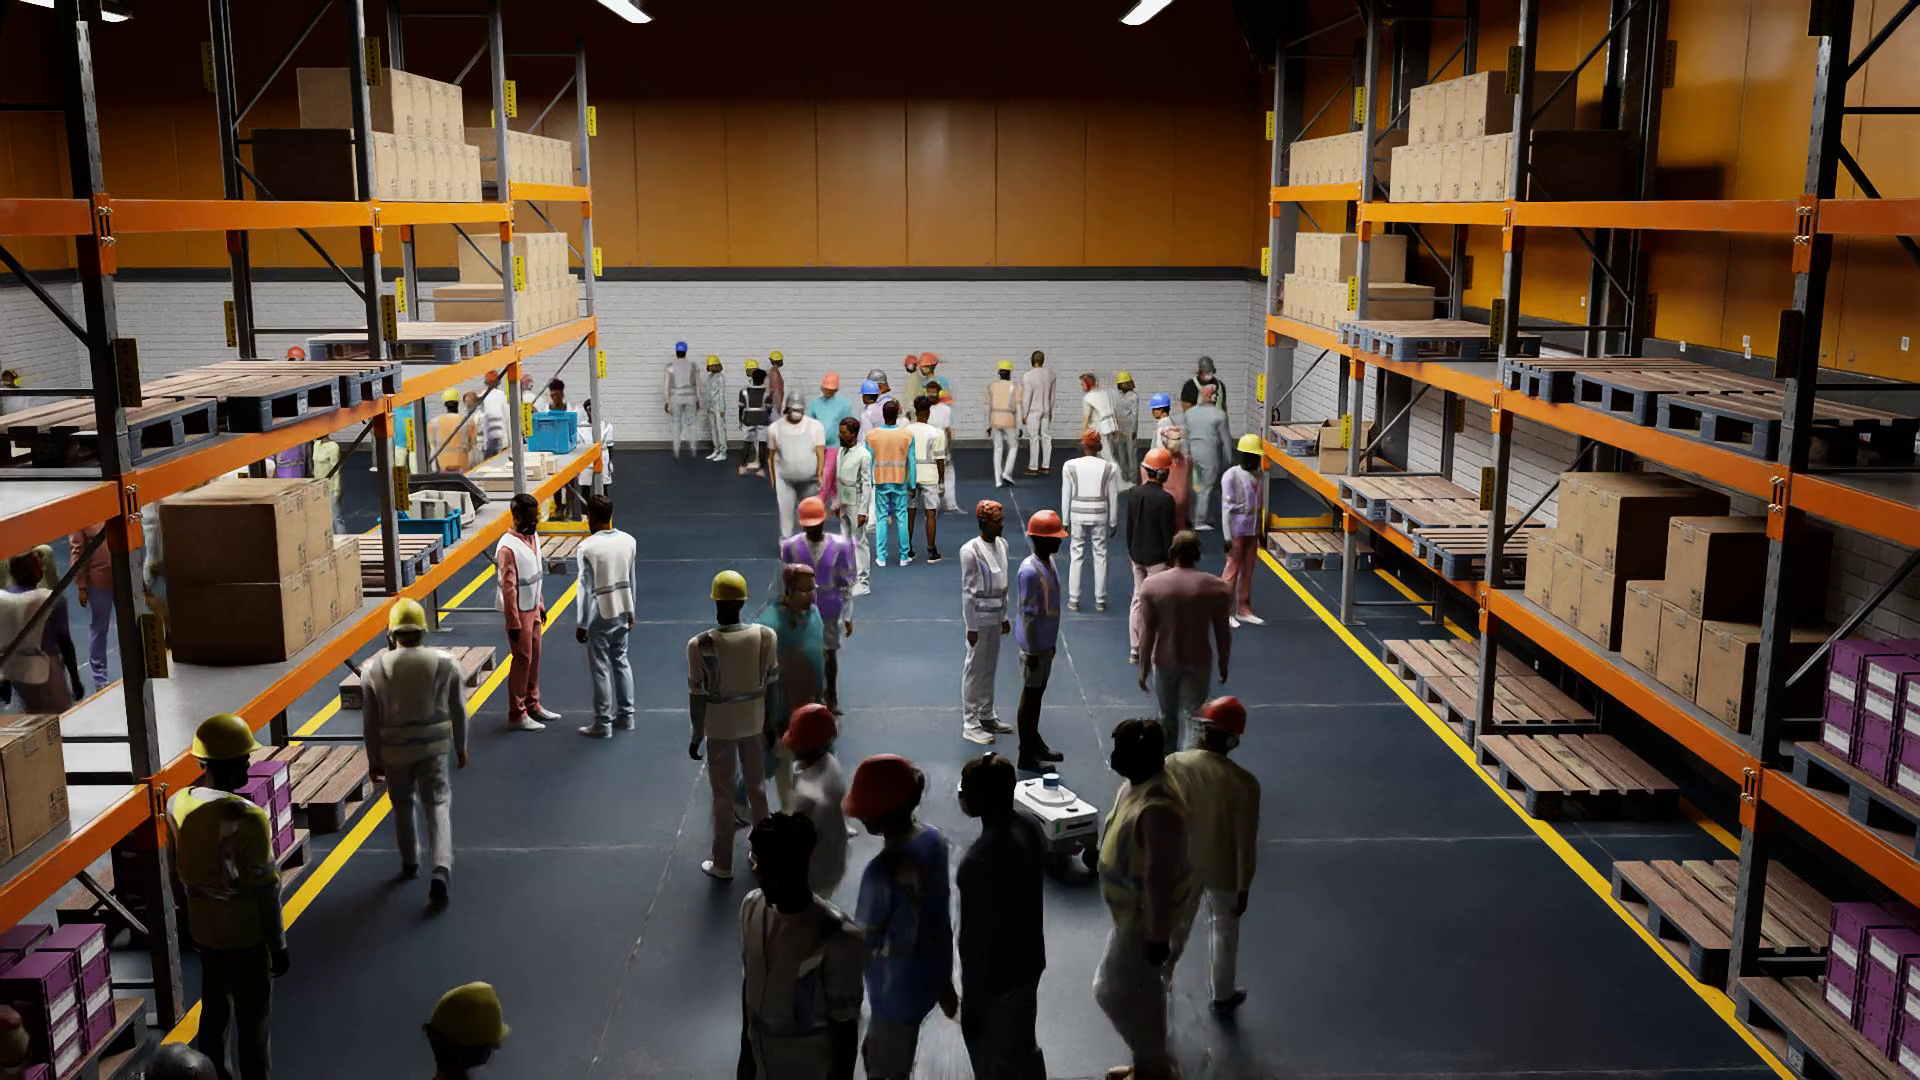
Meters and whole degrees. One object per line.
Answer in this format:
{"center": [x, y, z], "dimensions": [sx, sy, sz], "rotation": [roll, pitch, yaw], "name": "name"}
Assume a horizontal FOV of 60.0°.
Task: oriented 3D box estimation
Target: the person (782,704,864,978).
{"center": [-0.719, 1.614, 8.368], "dimensions": [0.455, 1.715, 0.593], "rotation": [-3, 12, -14], "name": "person"}

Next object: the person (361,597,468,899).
{"center": [-3.260, 1.251, 9.993], "dimensions": [0.604, 1.800, 0.833], "rotation": [-4, 12, -20], "name": "person"}

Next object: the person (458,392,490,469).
{"center": [-6.754, -1.249, 23.012], "dimensions": [0.533, 1.584, 0.862], "rotation": [3, 12, 14], "name": "person"}

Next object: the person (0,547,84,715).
{"center": [-6.338, 0.949, 11.397], "dimensions": [0.585, 1.822, 0.582], "rotation": [2, 11, 8], "name": "person"}

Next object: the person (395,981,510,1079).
{"center": [-1.565, 2.217, 5.283], "dimensions": [0.571, 1.734, 0.423], "rotation": [4, 12, 21], "name": "person"}

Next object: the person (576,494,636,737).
{"center": [-2.754, 0.589, 13.025], "dimensions": [0.401, 1.908, 0.598], "rotation": [7, 13, 30], "name": "person"}

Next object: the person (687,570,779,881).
{"center": [-1.397, 1.136, 10.224], "dimensions": [0.588, 1.927, 0.369], "rotation": [-7, 13, -30], "name": "person"}

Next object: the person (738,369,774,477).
{"center": [-3.154, -1.793, 25.563], "dimensions": [0.587, 1.671, 0.401], "rotation": [0, 11, -1], "name": "person"}

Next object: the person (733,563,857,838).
{"center": [-1.157, 1.036, 10.921], "dimensions": [0.872, 1.857, 0.649], "rotation": [7, 13, 33], "name": "person"}

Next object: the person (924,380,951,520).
{"center": [-0.359, -1.208, 22.152], "dimensions": [0.553, 1.855, 0.540], "rotation": [5, 12, 25], "name": "person"}

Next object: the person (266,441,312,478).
{"center": [-7.851, -0.692, 19.420], "dimensions": [0.373, 1.912, 0.595], "rotation": [8, 14, 35], "name": "person"}

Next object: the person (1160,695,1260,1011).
{"center": [1.202, 1.626, 8.299], "dimensions": [0.586, 1.718, 0.799], "rotation": [8, 14, 35], "name": "person"}

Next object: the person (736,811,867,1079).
{"center": [-0.607, 1.929, 6.165], "dimensions": [0.600, 1.957, 0.367], "rotation": [10, 15, 41], "name": "person"}

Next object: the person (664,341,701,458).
{"center": [-4.583, -2.321, 27.518], "dimensions": [0.612, 1.945, 0.413], "rotation": [-2, 11, -11], "name": "person"}

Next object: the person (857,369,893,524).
{"center": [-1.109, -1.228, 21.789], "dimensions": [0.537, 2.000, 0.682], "rotation": [-3, 12, -16], "name": "person"}

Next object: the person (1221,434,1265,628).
{"center": [2.816, -0.100, 16.423], "dimensions": [0.595, 1.924, 0.381], "rotation": [-10, 15, -40], "name": "person"}

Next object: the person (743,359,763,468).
{"center": [-3.283, -2.015, 26.500], "dimensions": [0.319, 1.739, 0.484], "rotation": [0, 11, -2], "name": "person"}

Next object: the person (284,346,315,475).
{"center": [-10.204, -2.000, 25.777], "dimensions": [0.378, 1.995, 0.609], "rotation": [-6, 13, -26], "name": "person"}

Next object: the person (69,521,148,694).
{"center": [-7.170, 0.341, 14.056], "dimensions": [0.403, 1.989, 0.625], "rotation": [7, 13, 30], "name": "person"}

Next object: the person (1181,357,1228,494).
{"center": [3.581, -1.669, 24.001], "dimensions": [0.705, 2.000, 0.613], "rotation": [-5, 12, -25], "name": "person"}

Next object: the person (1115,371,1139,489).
{"center": [2.440, -1.632, 24.601], "dimensions": [0.322, 1.728, 0.487], "rotation": [-8, 14, -33], "name": "person"}

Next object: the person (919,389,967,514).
{"center": [-0.265, -1.190, 22.391], "dimensions": [0.670, 1.723, 0.584], "rotation": [-1, 11, -4], "name": "person"}

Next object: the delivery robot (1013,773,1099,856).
{"center": [0.573, 1.720, 10.509], "dimensions": [0.477, 0.478, 0.707], "rotation": [-6, 13, -27], "name": "delivery robot"}

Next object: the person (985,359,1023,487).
{"center": [0.662, -1.725, 24.626], "dimensions": [0.602, 1.902, 0.426], "rotation": [4, 12, 21], "name": "person"}

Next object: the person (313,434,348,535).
{"center": [-7.339, -0.585, 19.282], "dimensions": [0.533, 1.759, 0.343], "rotation": [10, 15, 42], "name": "person"}

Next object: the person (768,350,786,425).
{"center": [-3.047, -2.282, 27.765], "dimensions": [0.311, 1.769, 0.533], "rotation": [-2, 12, -12], "name": "person"}

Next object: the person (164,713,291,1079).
{"center": [-3.213, 1.703, 7.376], "dimensions": [0.594, 1.926, 0.367], "rotation": [5, 12, 24], "name": "person"}

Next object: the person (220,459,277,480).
{"center": [-7.277, -0.190, 17.106], "dimensions": [0.560, 1.836, 0.394], "rotation": [-10, 15, -40], "name": "person"}

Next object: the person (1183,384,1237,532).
{"center": [3.236, -1.058, 21.352], "dimensions": [0.762, 1.883, 0.658], "rotation": [-9, 14, -39], "name": "person"}

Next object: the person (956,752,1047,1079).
{"center": [0.163, 1.807, 6.873], "dimensions": [0.367, 1.930, 0.624], "rotation": [5, 12, 23], "name": "person"}

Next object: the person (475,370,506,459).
{"center": [-6.568, -1.495, 23.576], "dimensions": [0.609, 1.856, 0.772], "rotation": [-2, 12, -12], "name": "person"}

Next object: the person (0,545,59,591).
{"center": [-7.885, 0.541, 14.060], "dimensions": [0.519, 1.579, 0.885], "rotation": [-5, 12, -23], "name": "person"}
